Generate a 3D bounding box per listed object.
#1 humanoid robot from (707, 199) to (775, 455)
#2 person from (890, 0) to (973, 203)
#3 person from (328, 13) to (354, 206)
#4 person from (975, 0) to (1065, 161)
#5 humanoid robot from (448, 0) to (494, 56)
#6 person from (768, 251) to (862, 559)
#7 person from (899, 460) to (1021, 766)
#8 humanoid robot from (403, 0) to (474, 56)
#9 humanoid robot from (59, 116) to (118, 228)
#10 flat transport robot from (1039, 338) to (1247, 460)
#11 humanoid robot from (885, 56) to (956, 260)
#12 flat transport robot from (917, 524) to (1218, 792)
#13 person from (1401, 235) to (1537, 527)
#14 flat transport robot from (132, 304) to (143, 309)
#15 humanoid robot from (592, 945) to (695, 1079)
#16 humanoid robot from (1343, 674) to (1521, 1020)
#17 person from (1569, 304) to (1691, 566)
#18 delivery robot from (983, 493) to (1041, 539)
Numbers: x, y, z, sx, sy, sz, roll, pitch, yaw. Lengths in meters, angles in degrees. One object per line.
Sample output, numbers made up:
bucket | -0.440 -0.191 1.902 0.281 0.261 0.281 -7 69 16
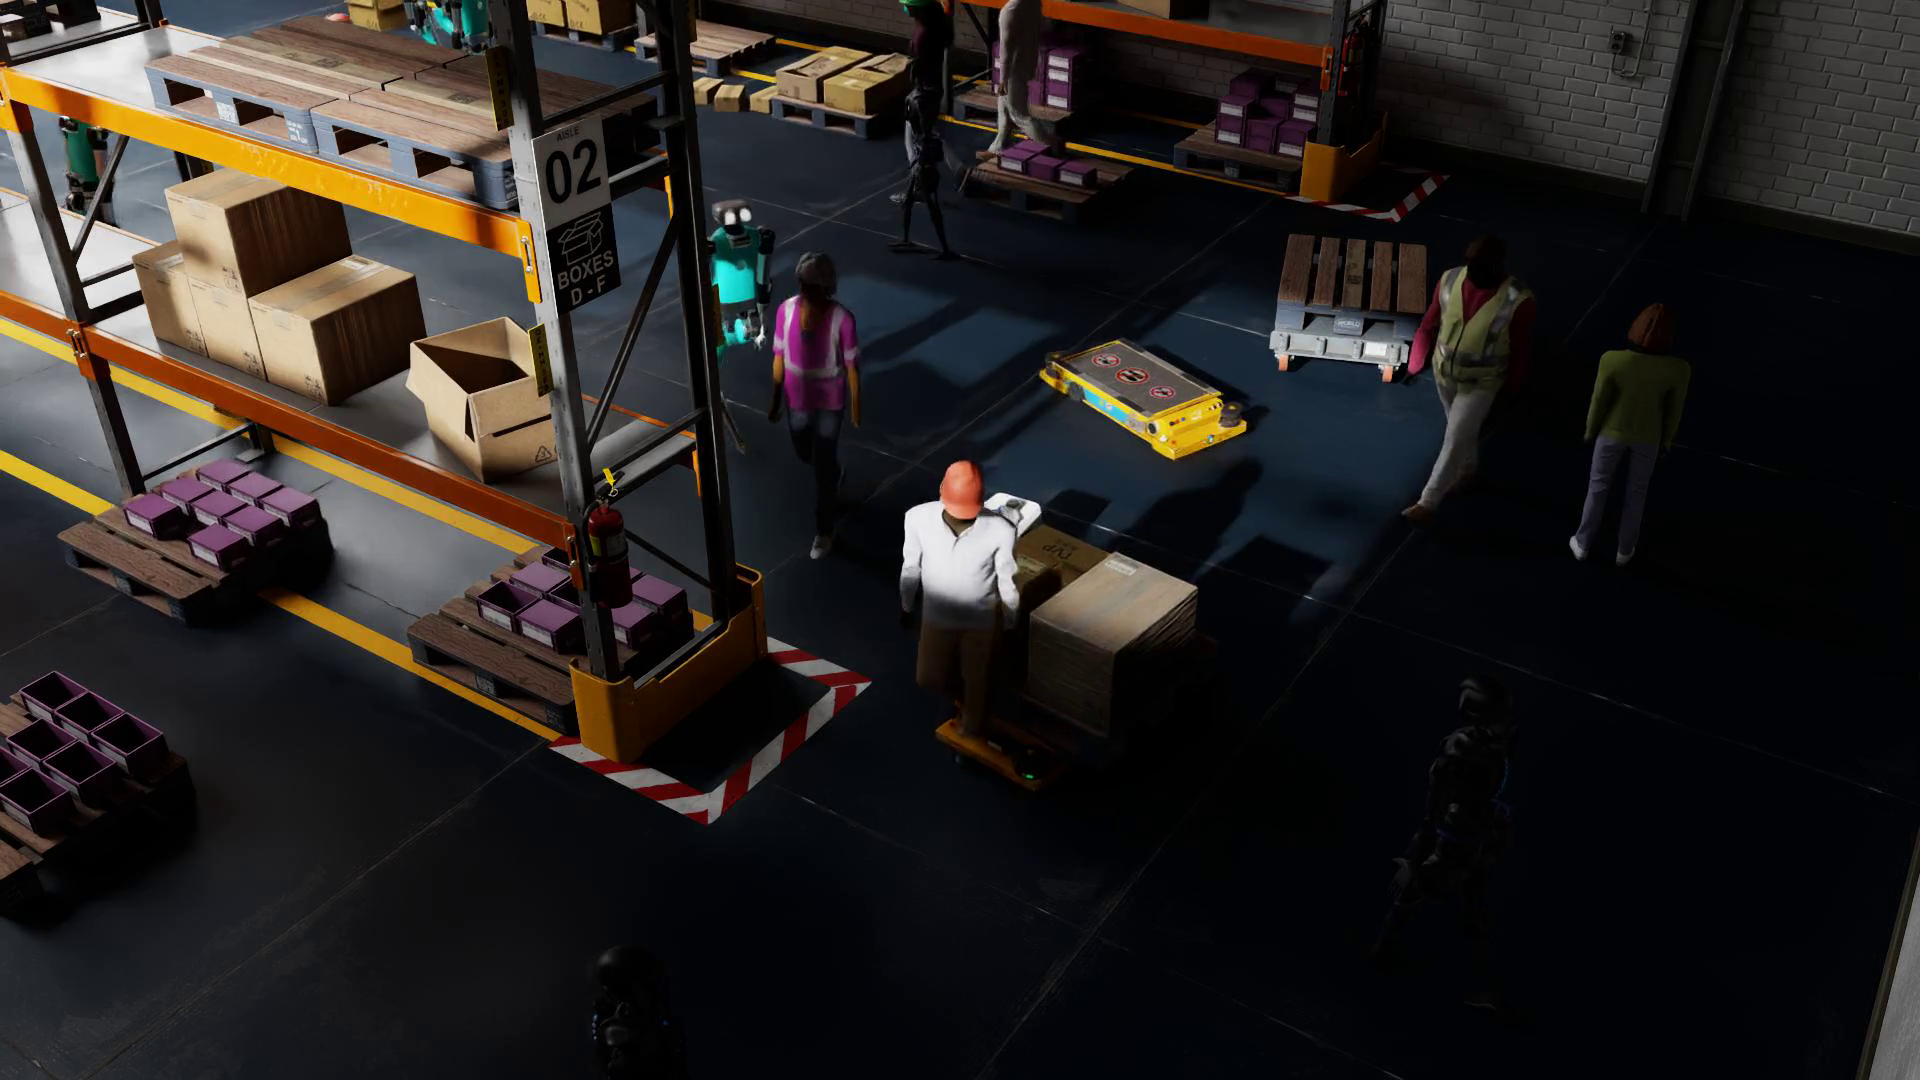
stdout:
humanoid robot | -1.599 -1.469 10.825 0.551 1.769 0.992 -19 37 -26
person | -0.264 -3.793 14.171 0.623 1.931 0.493 8 34 12
person | -5.228 -3.617 14.119 0.937 1.696 0.571 -1 33 -2
person | 0.556 -4.199 14.841 0.940 1.899 0.626 16 36 23
humanoid robot | -4.577 -4.440 15.349 0.928 1.766 0.548 14 36 20
person | -0.830 -0.857 9.791 0.510 1.828 0.822 10 34 15
person | -0.004 0.341 8.009 0.602 1.720 0.427 8 34 12
humanoid robot | -5.150 -5.161 16.478 0.824 1.799 0.541 25 41 33
humanoid robot | -6.411 -2.246 11.984 0.614 1.774 0.852 25 40 33
flat transport robot | 1.238 -1.000 11.410 0.659 0.231 1.431 -21 39 -29
humanoid robot | -0.325 -3.024 13.243 0.589 1.639 0.608 -2 33 -3
flat transport robot | 0.582 0.765 8.697 0.659 0.231 1.431 25 40 33
person | 2.976 -0.967 9.957 0.962 1.785 0.658 -25 41 -33
flat transport robot | -6.416 -1.953 12.875 1.431 0.231 0.659 20 38 28
humanoid robot | -1.061 1.967 5.554 0.414 1.644 0.591 2 33 4
humanoid robot | 2.026 1.224 6.741 0.603 1.628 0.777 -24 40 -32
person | 3.829 -0.590 9.526 0.497 1.633 0.287 9 34 14
delivery robot | 0.169 0.066 9.526 0.499 0.613 0.816 17 37 24
